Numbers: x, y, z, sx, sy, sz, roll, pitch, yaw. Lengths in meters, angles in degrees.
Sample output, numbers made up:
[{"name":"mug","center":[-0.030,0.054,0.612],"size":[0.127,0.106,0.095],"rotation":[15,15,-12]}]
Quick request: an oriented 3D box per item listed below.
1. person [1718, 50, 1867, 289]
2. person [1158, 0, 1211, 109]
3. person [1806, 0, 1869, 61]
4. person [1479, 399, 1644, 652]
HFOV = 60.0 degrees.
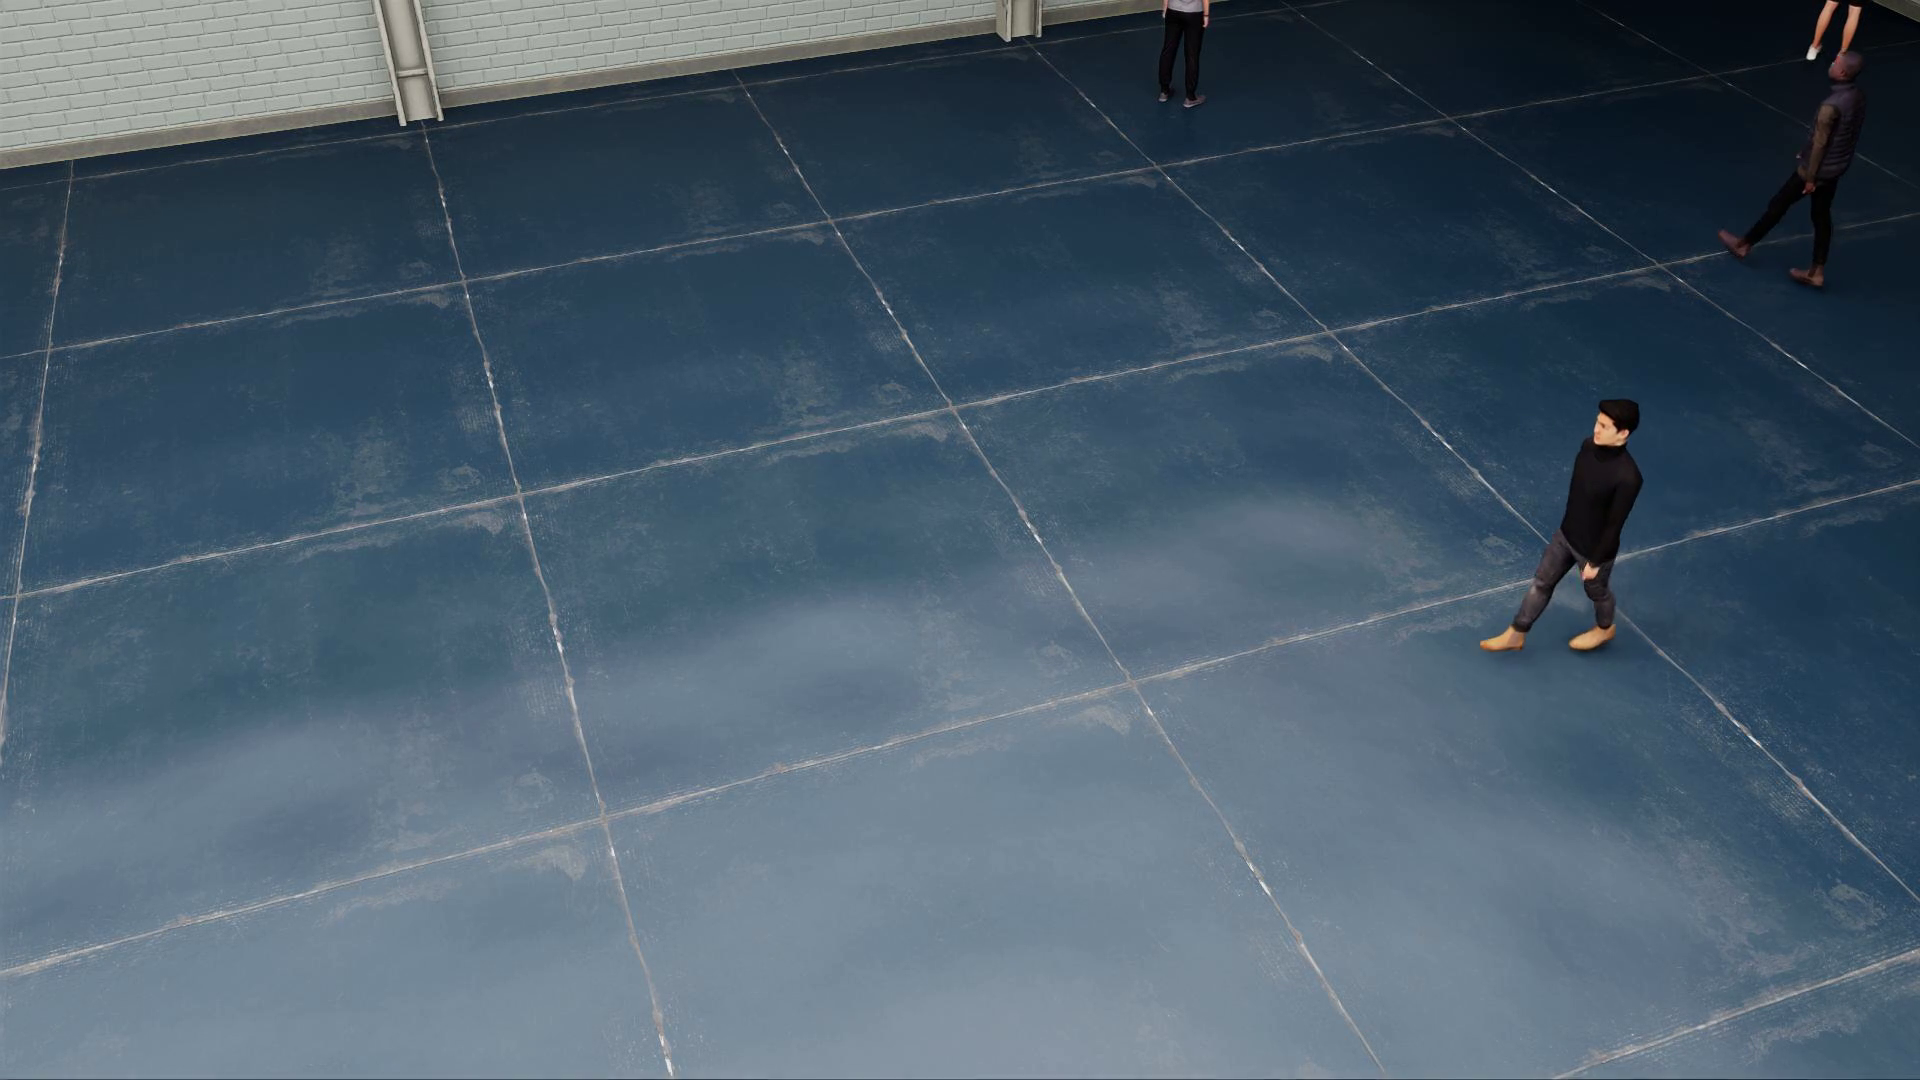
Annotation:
[{"name":"person","center":[6.546,-2.746,12.518],"size":[1.142,1.792,0.975],"rotation":[-25,45,-28]},{"name":"person","center":[2.068,-4.868,15.260],"size":[0.708,1.755,0.732],"rotation":[23,44,27]},{"name":"person","center":[8.643,-5.538,16.029],"size":[0.754,1.862,0.770],"rotation":[26,45,29]},{"name":"person","center":[3.517,-0.027,9.130],"size":[1.079,1.683,0.721],"rotation":[-9,39,-11]}]
